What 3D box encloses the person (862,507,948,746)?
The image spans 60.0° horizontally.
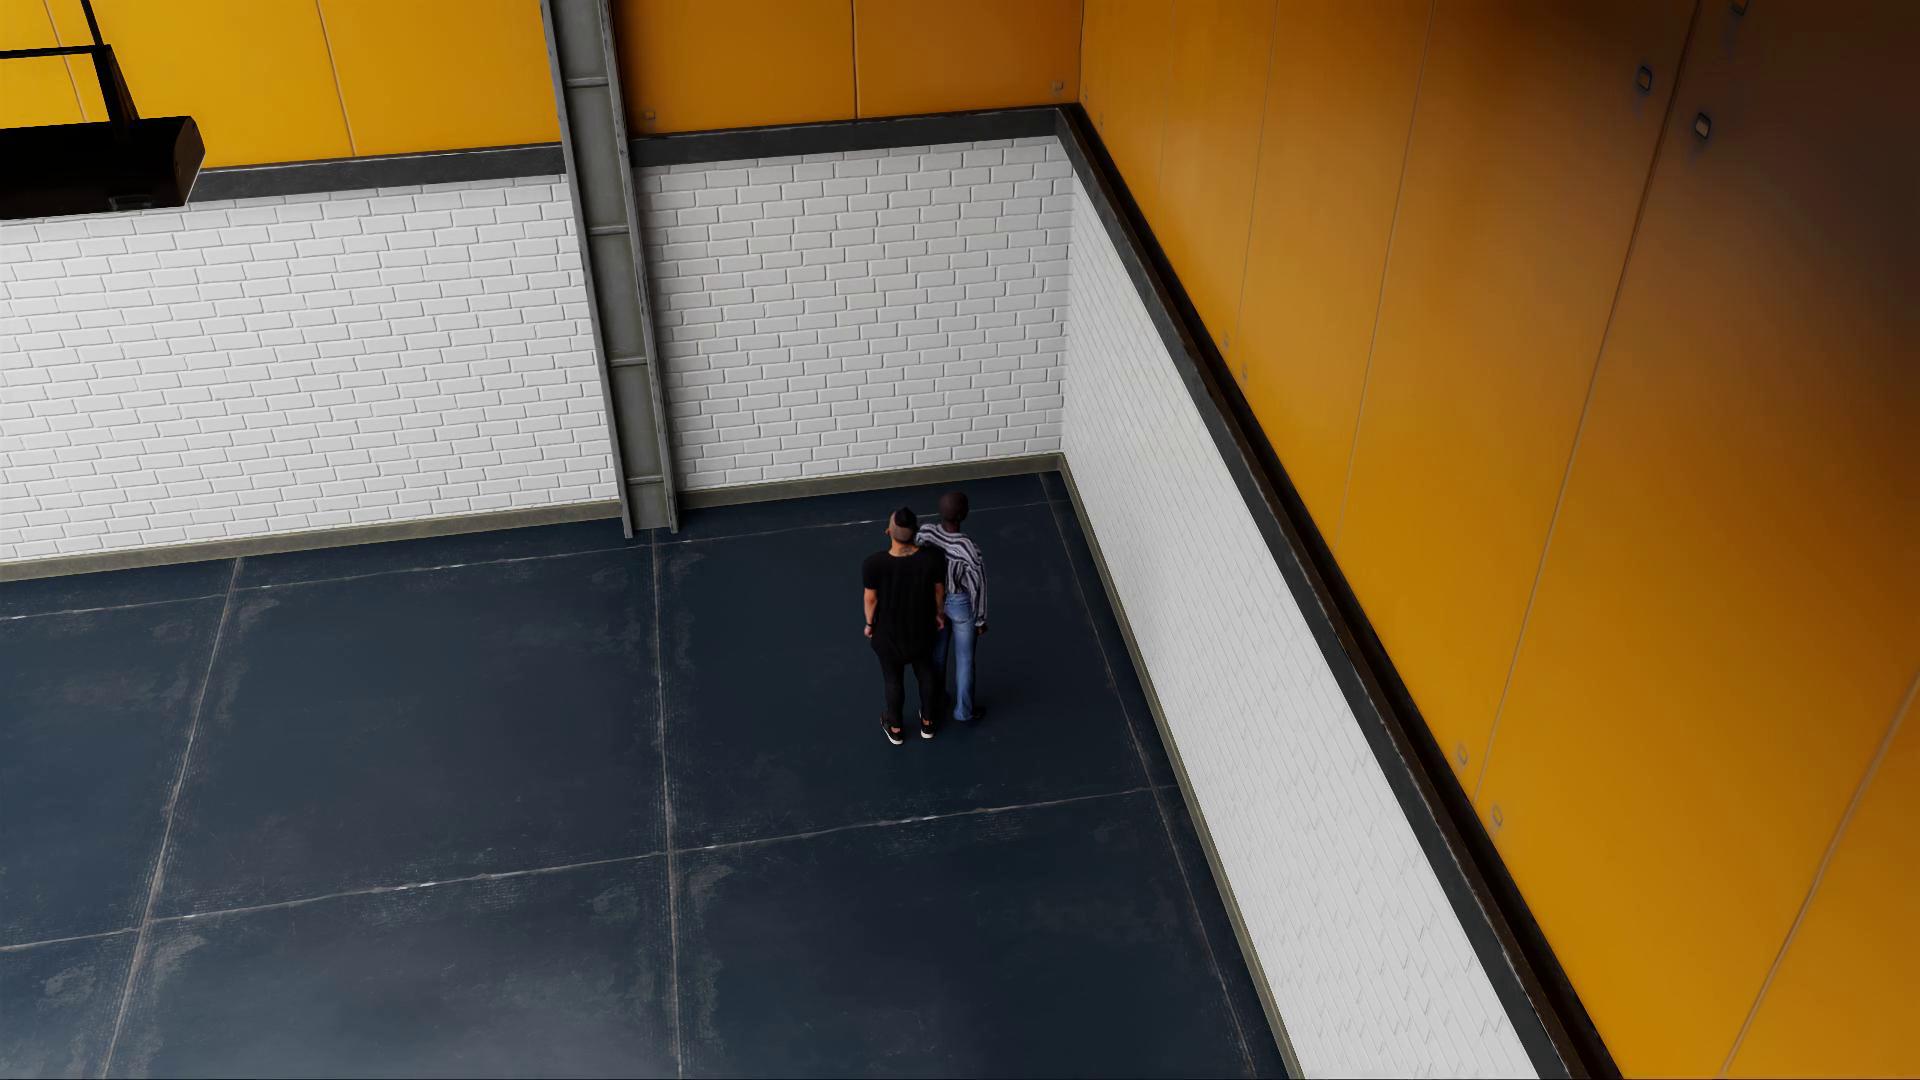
[{"bbox_3d":[-0.333,0.504,10.218,0.534,1.864,0.751,-9,40,-11],"label":"person"}]

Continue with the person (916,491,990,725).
[{"bbox_3d":[-0.048,0.429,10.367,0.698,1.795,0.767,22,43,25],"label":"person"}]
